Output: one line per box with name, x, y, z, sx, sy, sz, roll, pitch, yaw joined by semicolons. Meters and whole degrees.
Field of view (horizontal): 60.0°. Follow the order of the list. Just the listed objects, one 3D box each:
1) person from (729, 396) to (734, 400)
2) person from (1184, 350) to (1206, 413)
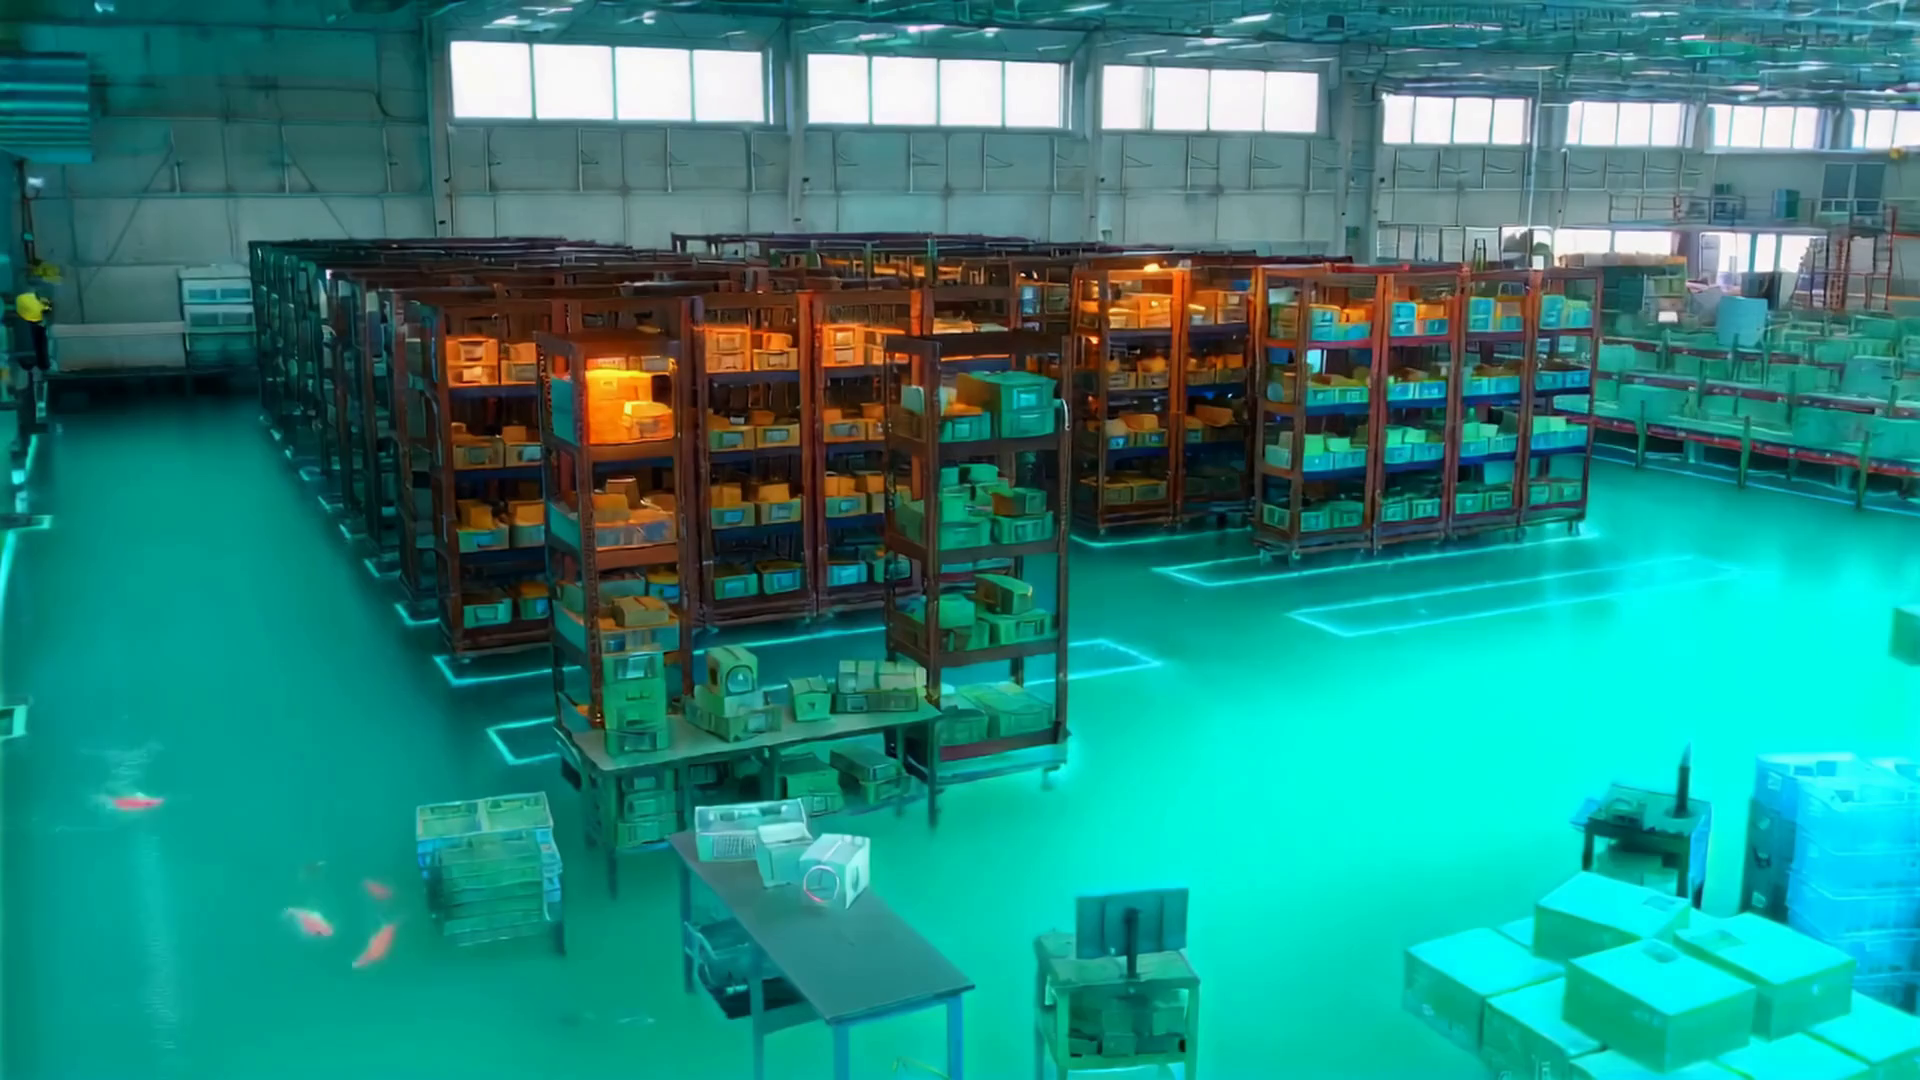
person;-4.525;-3.428;33.730;0.667;1.949;0.563;2;12;10
person;4.563;-3.049;32.232;0.608;1.828;0.451;-7;14;-29
